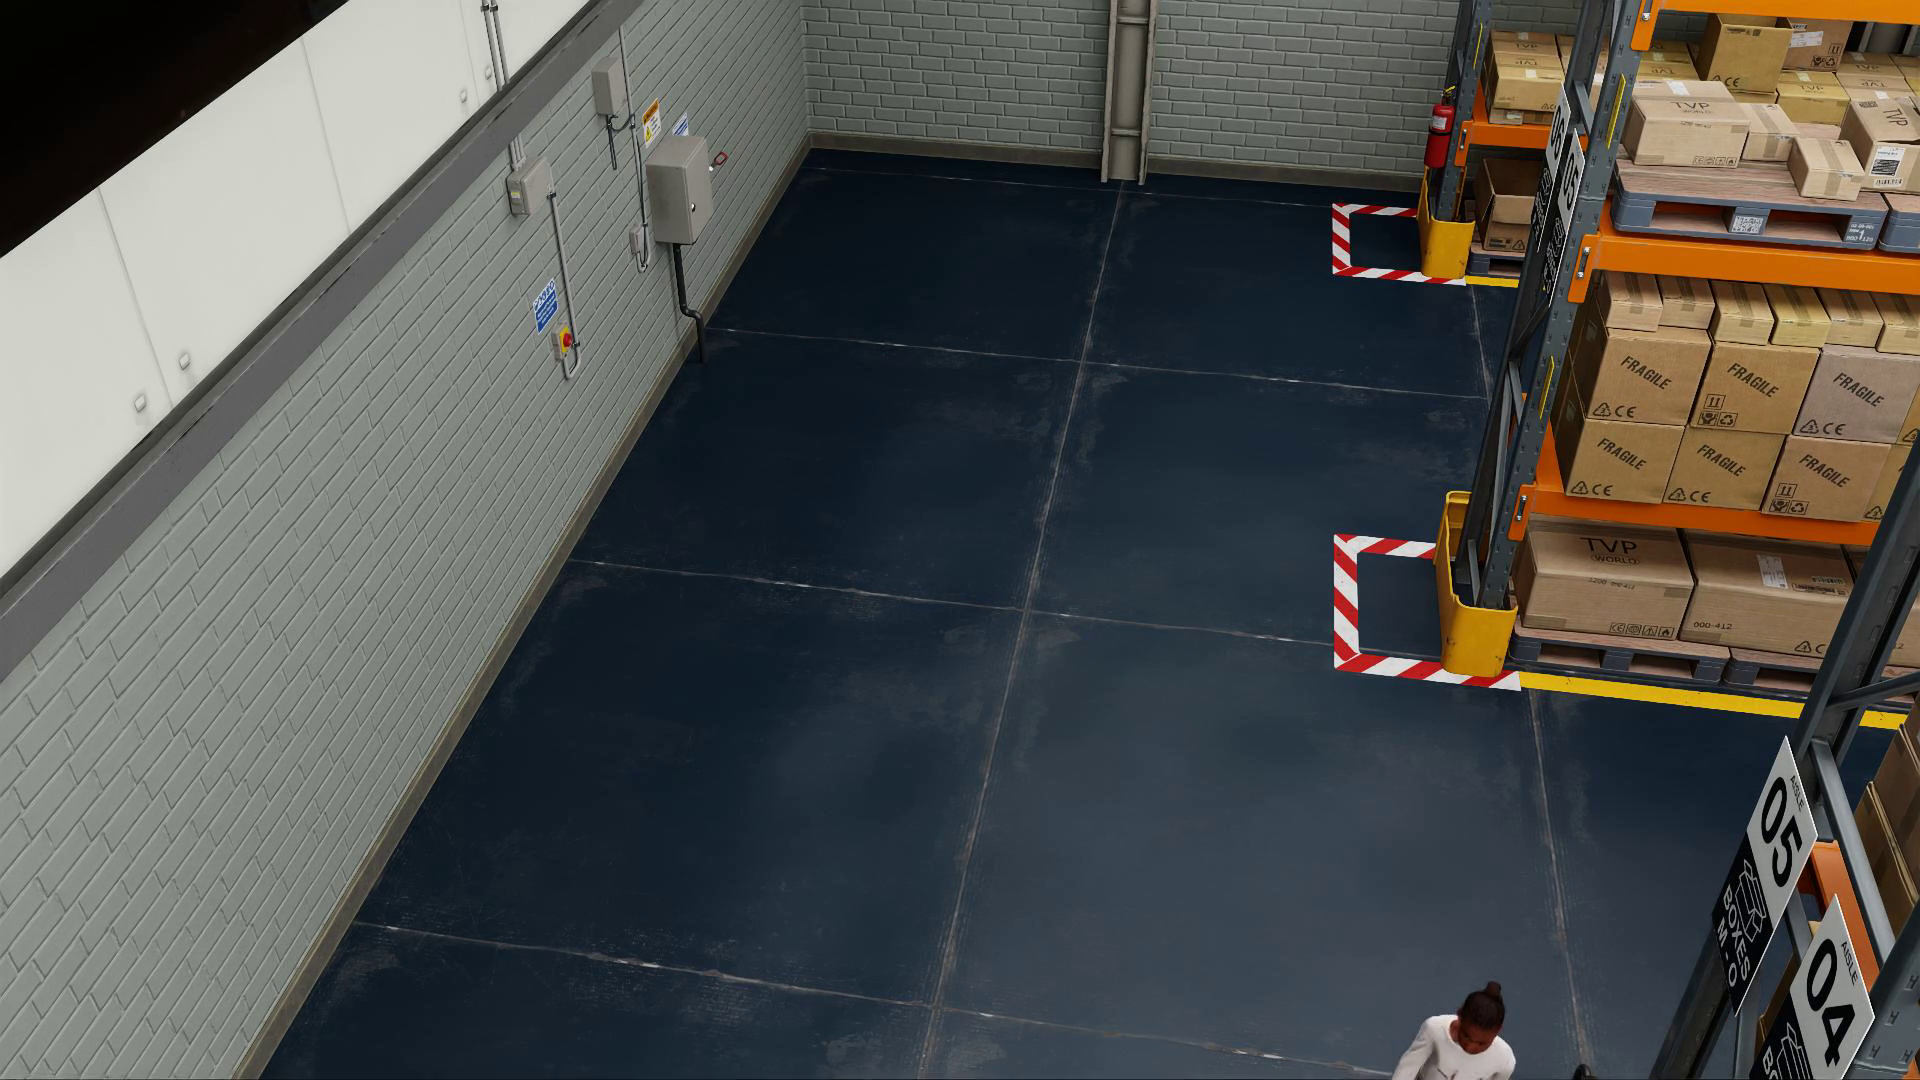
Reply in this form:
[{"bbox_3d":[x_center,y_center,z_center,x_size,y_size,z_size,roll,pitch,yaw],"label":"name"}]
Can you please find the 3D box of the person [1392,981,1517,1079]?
[{"bbox_3d":[2.012,2.217,6.738,1.062,1.422,0.966,26,45,30],"label":"person"}]
